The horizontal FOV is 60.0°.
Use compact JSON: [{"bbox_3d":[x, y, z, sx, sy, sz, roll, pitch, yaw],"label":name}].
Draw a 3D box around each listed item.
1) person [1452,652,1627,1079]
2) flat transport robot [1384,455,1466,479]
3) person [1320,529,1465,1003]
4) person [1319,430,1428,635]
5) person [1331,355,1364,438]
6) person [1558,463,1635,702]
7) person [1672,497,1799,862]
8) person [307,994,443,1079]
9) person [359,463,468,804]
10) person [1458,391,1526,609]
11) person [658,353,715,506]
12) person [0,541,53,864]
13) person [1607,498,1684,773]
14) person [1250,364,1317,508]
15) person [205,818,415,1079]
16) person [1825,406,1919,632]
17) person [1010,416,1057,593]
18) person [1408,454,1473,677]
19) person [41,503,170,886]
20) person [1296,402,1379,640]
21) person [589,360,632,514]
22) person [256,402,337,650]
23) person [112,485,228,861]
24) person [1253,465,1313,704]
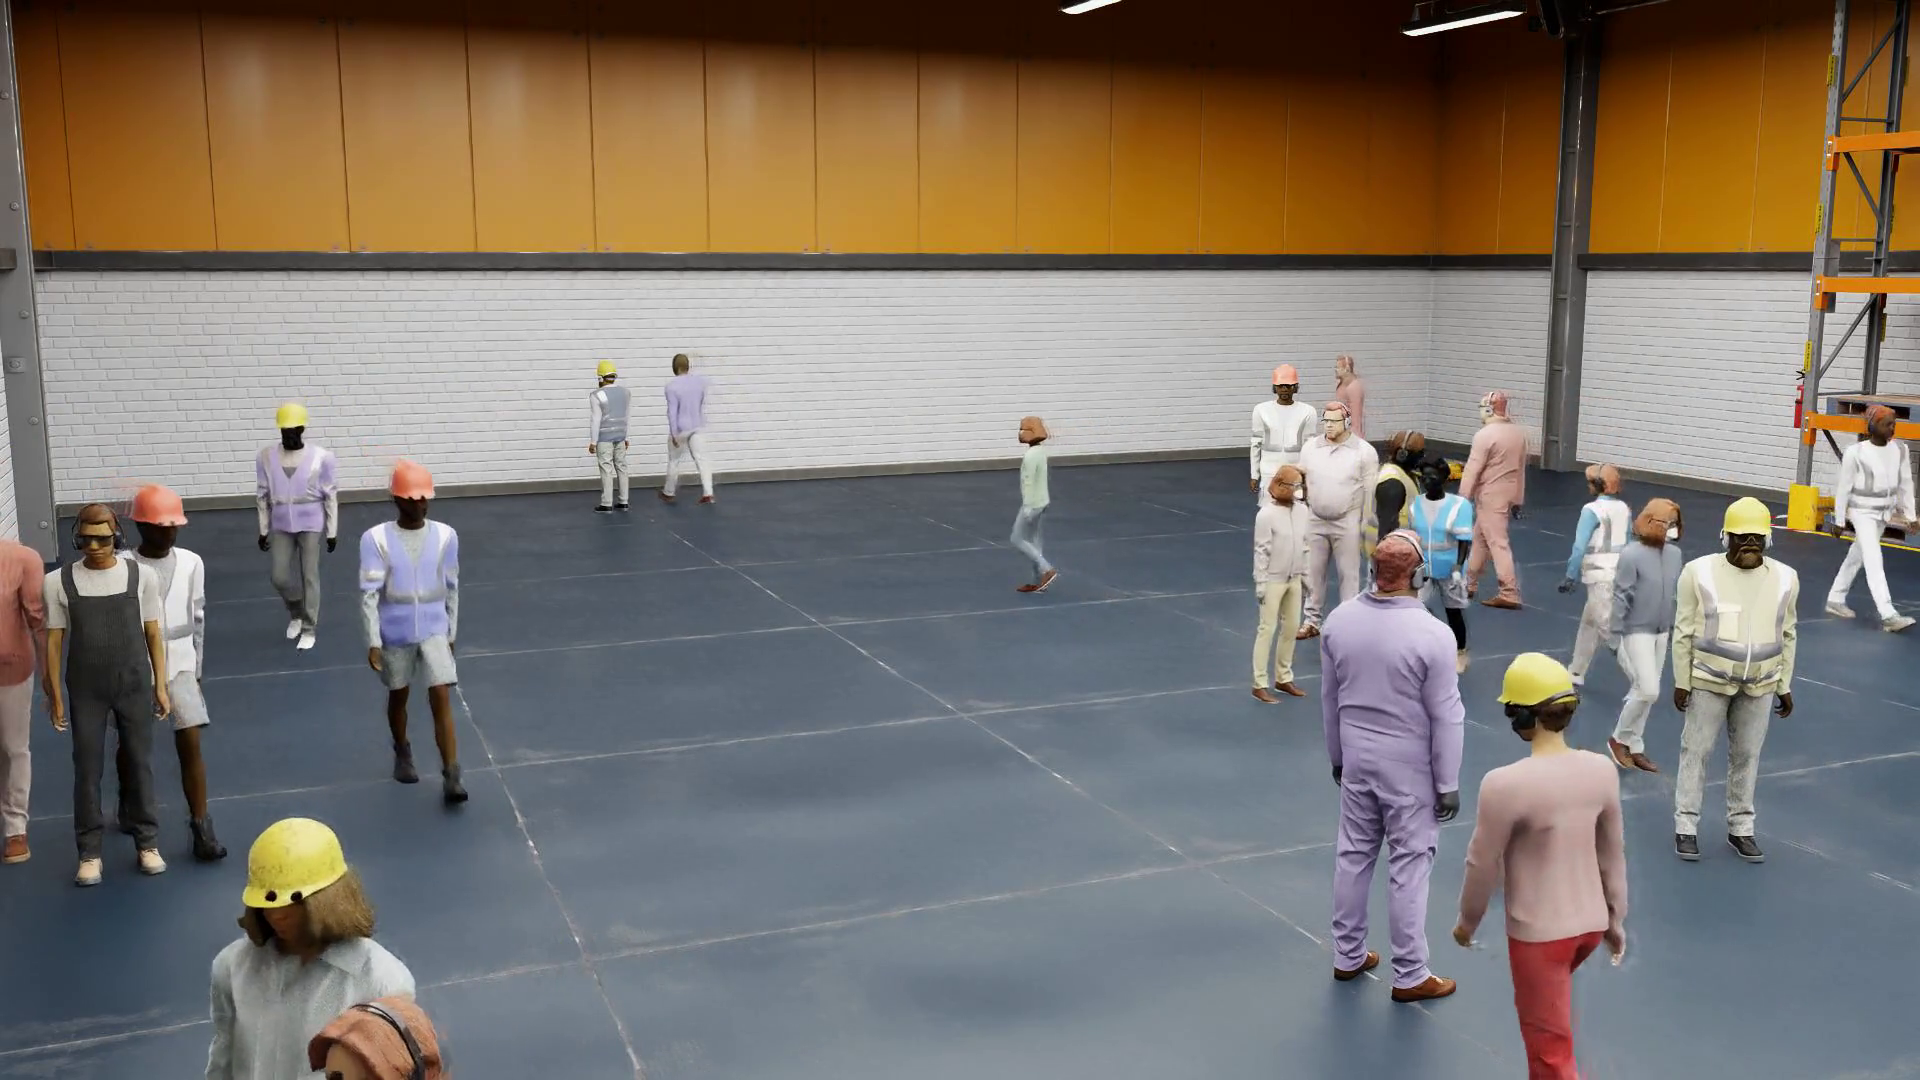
[{"bbox_3d":[1.851,1.230,5.332,0.512,1.735,0.656,-5,11,-29],"label":"person"},{"bbox_3d":[6.621,-1.043,23.515,0.652,0.197,1.431,-2,10,-12],"label":"flat transport robot"},{"bbox_3d":[1.766,0.906,6.746,0.408,1.913,0.641,-8,12,-39],"label":"person"},{"bbox_3d":[3.054,0.088,12.083,0.857,1.809,0.639,4,10,21],"label":"person"},{"bbox_3d":[4.776,-1.300,20.209,0.597,1.893,0.655,0,9,-1],"label":"person"},{"bbox_3d":[4.486,0.280,11.448,0.547,1.607,0.801,-8,12,-40],"label":"person"},{"bbox_3d":[3.844,0.693,8.265,0.587,1.835,0.404,1,9,7],"label":"person"},{"bbox_3d":[-1.056,1.628,3.241,0.520,1.613,0.741,6,11,31],"label":"person"},{"bbox_3d":[-3.034,0.511,9.253,0.559,1.880,1.017,-5,11,-28],"label":"person"},{"bbox_3d":[4.543,-0.361,14.522,0.897,1.869,0.657,9,13,44],"label":"person"},{"bbox_3d":[-3.398,-1.365,20.614,0.627,1.891,1.043,-9,13,-42],"label":"person"},{"bbox_3d":[-4.687,0.671,7.991,0.639,1.957,0.845,-5,11,-27],"label":"person"},{"bbox_3d":[4.013,0.561,9.664,0.512,1.619,0.360,-5,11,-30],"label":"person"},{"bbox_3d":[3.039,-0.634,15.676,0.607,2.044,0.372,1,9,9],"label":"person"},{"bbox_3d":[-1.511,1.465,3.921,0.503,1.718,0.730,2,10,10],"label":"person"},{"bbox_3d":[7.535,-0.190,13.688,0.578,1.823,1.035,-3,10,-16],"label":"person"},{"bbox_3d":[0.642,-0.305,14.962,0.366,1.617,0.518,3,10,18],"label":"person"},{"bbox_3d":[3.388,0.207,11.786,0.528,1.649,0.898,6,11,33],"label":"person"},{"bbox_3d":[-4.097,0.731,8.011,0.517,1.842,0.325,-6,11,-31],"label":"person"},{"bbox_3d":[2.925,-0.132,13.048,0.650,1.906,0.401,6,11,31],"label":"person"},{"bbox_3d":[-4.206,-1.232,19.935,0.403,1.833,0.586,7,12,38],"label":"person"},{"bbox_3d":[-5.127,-0.109,12.864,0.605,1.916,0.420,-1,9,-5],"label":"person"},{"bbox_3d":[-4.082,0.647,8.437,1.031,1.888,0.553,9,13,43],"label":"person"},{"bbox_3d":[2.198,0.293,11.316,0.513,1.620,0.301,-7,11,-35],"label":"person"}]
